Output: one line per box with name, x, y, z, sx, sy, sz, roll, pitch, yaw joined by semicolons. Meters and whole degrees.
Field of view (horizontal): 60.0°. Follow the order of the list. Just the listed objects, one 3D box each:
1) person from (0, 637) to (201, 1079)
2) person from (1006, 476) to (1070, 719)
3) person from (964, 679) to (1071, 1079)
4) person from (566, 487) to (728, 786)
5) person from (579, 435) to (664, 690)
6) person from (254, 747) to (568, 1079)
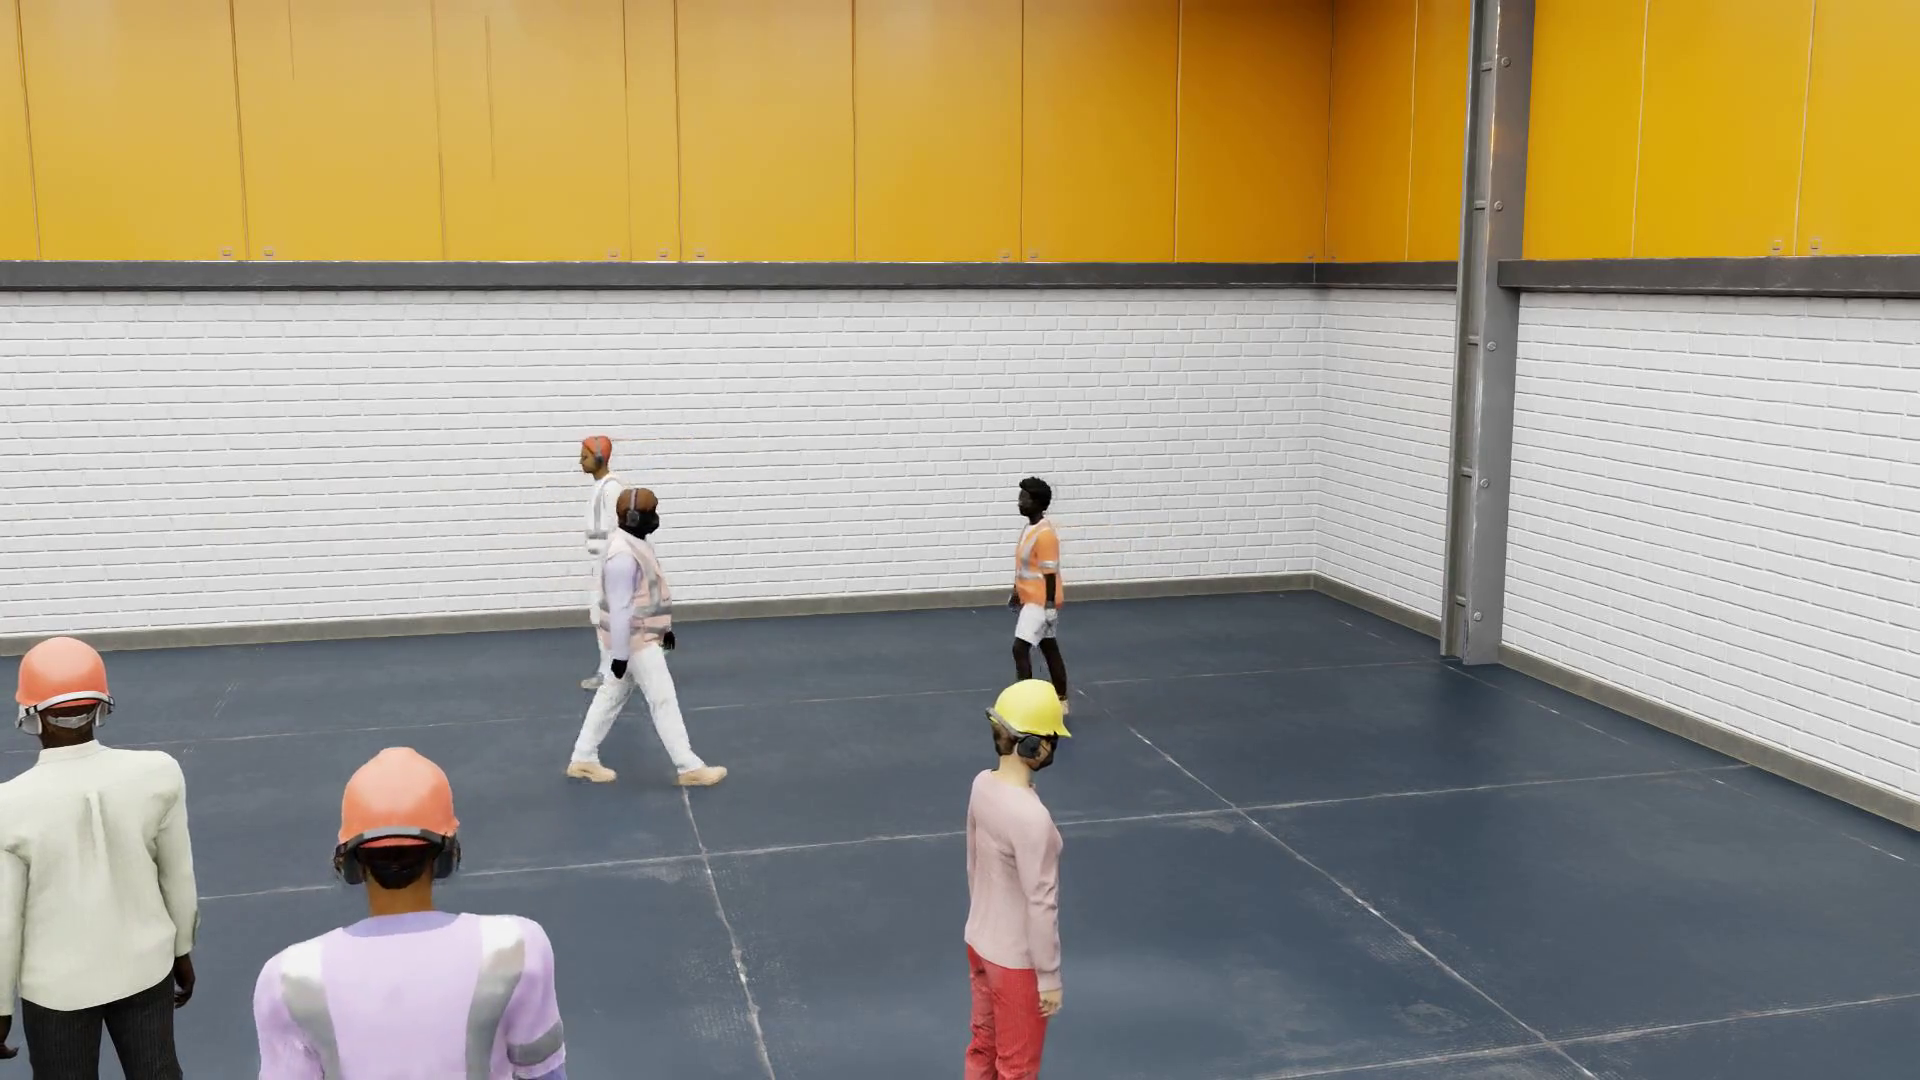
person;-2.538;1.265;4.865;0.379;1.996;0.608;8;12;40
person;0.452;0.413;11.147;0.686;1.673;0.534;-1;9;-7
person;0.190;1.311;5.310;0.336;1.763;0.524;-3;10;-21
person;-1.909;0.575;9.815;0.956;1.801;0.633;-1;9;-8
person;-2.513;0.166;12.099;0.497;1.871;0.609;-4;10;-22
person;-1.186;1.435;3.734;0.622;2.019;0.810;-2;9;-10
